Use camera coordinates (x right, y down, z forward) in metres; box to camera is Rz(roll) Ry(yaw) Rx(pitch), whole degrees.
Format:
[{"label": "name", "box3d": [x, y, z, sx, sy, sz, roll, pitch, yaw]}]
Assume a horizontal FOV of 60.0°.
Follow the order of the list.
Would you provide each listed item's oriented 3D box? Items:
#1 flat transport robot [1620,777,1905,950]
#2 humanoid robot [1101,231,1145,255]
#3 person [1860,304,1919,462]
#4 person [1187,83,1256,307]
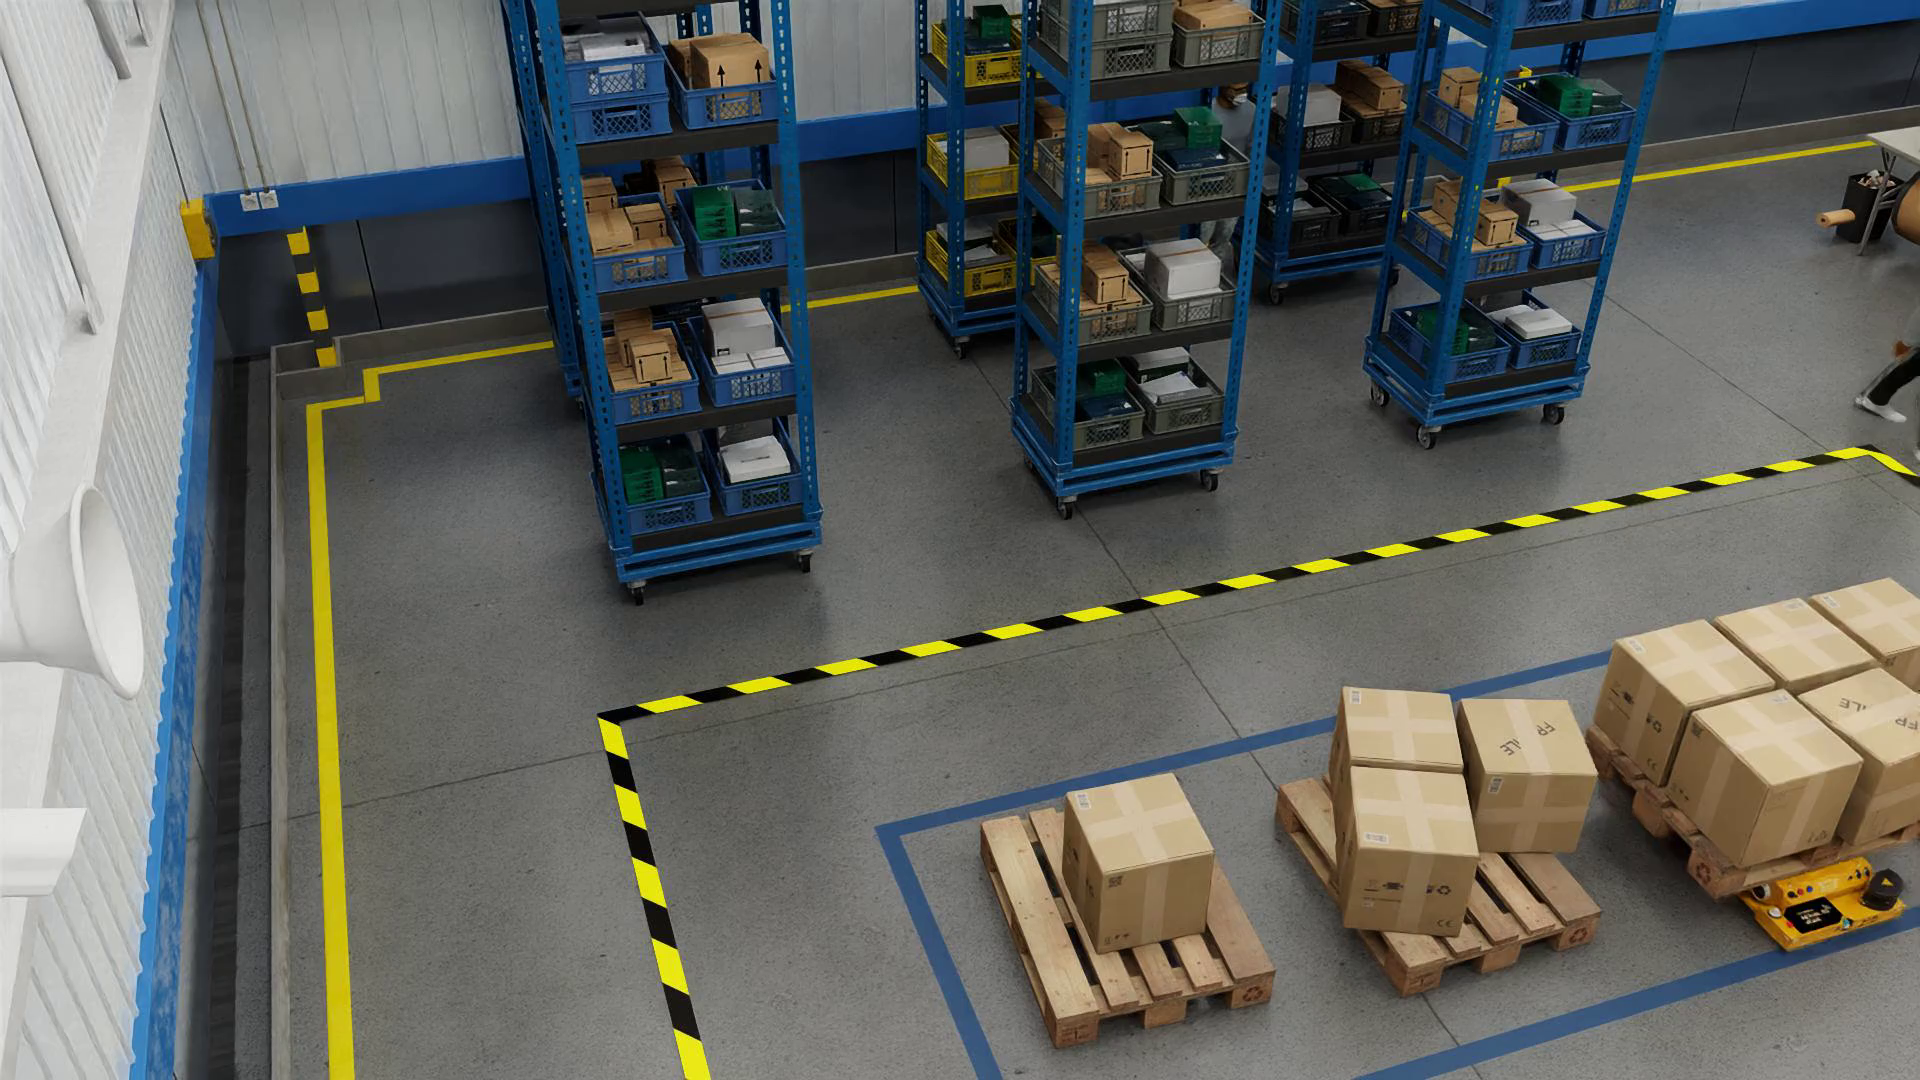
[{"label": "flat transport robot", "box3d": [3.829, 1.342, 8.129, 0.652, 0.197, 1.431, -11, 37, -15]}, {"label": "humanoid robot", "box3d": [1.147, -1.565, 11.086, 0.734, 1.630, 0.612, 3, 35, 4]}, {"label": "person", "box3d": [6.344, -1.381, 10.708, 0.613, 1.784, 0.903, -16, 38, -21]}, {"label": "person", "box3d": [1.902, -2.580, 12.279, 0.620, 1.932, 0.370, -21, 40, -27]}]
